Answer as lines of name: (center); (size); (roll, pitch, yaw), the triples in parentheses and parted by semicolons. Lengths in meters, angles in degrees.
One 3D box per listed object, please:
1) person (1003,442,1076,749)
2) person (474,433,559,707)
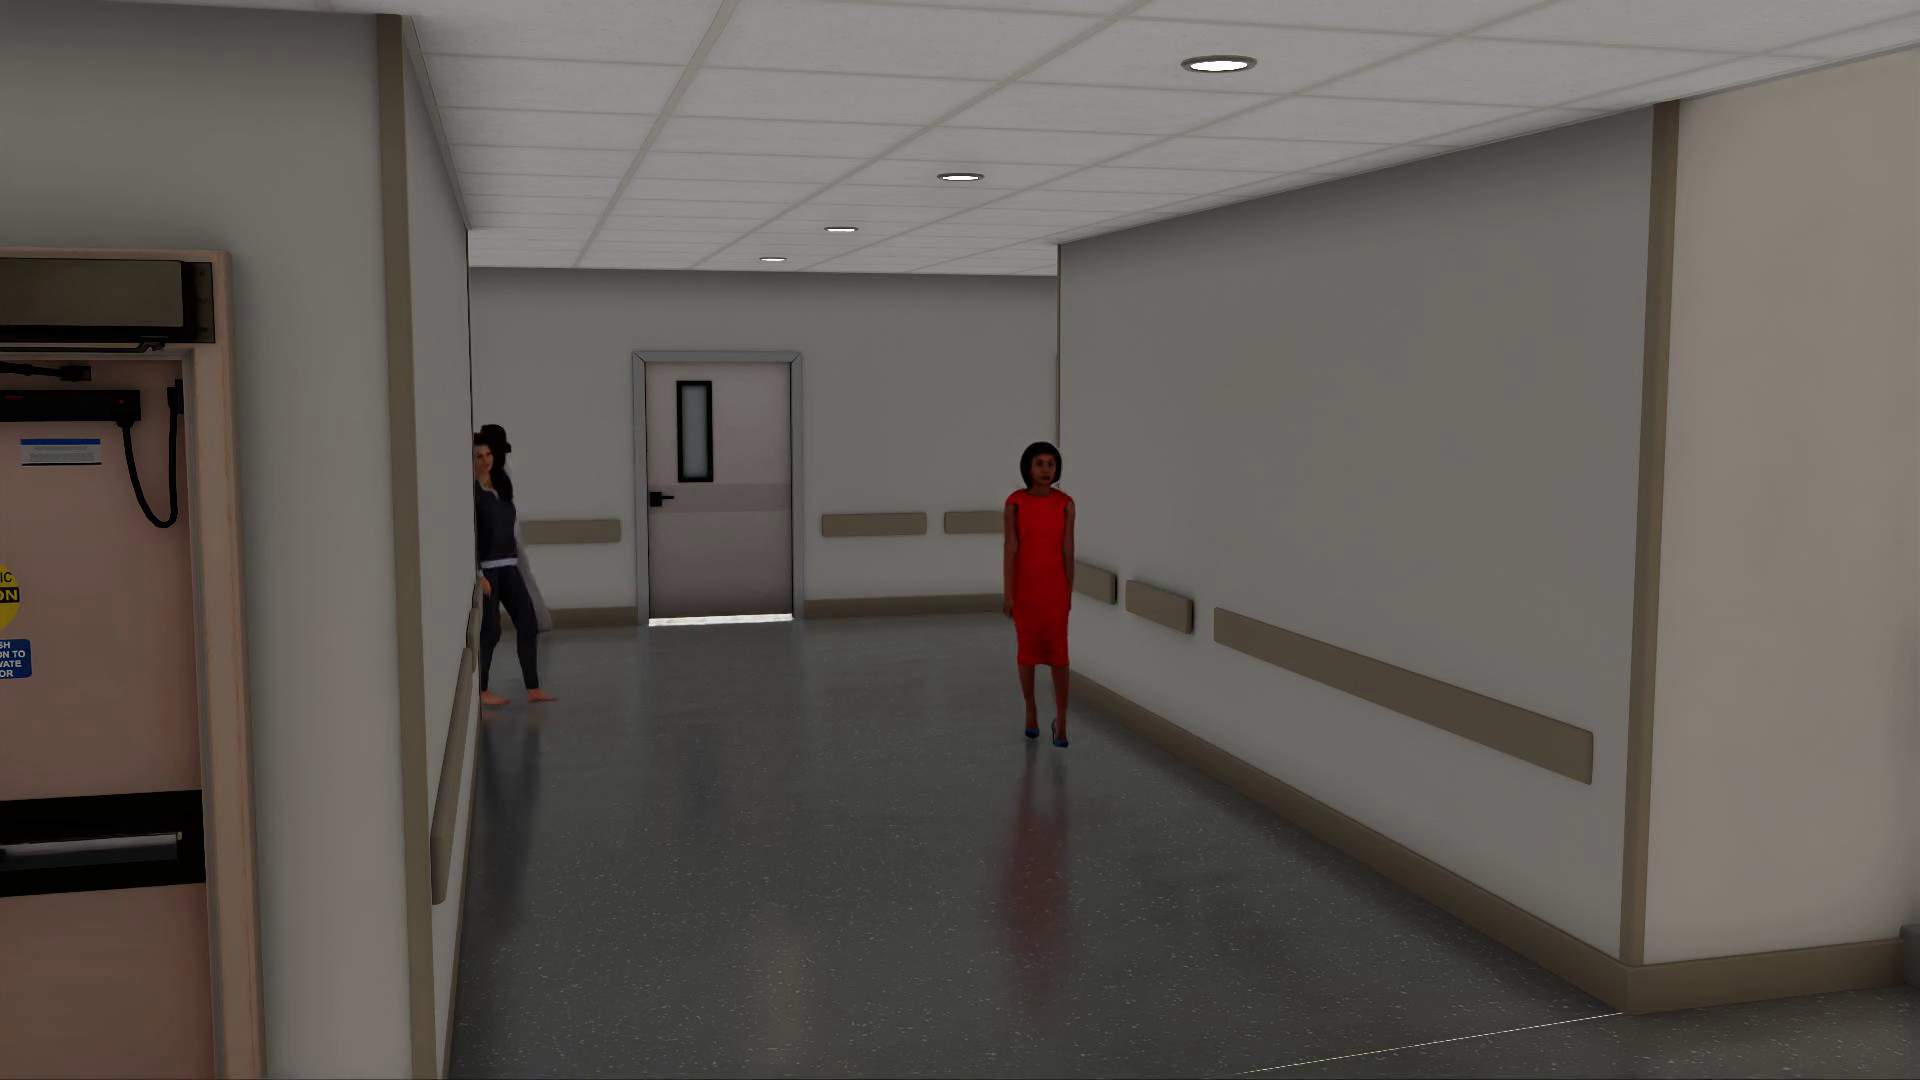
person: (0.433, 0.312, 9.574); (0.890, 1.718, 0.752); (0, 6, -3)
person: (-3.014, 0.214, 10.475); (0.970, 1.734, 0.897); (2, 6, 19)
